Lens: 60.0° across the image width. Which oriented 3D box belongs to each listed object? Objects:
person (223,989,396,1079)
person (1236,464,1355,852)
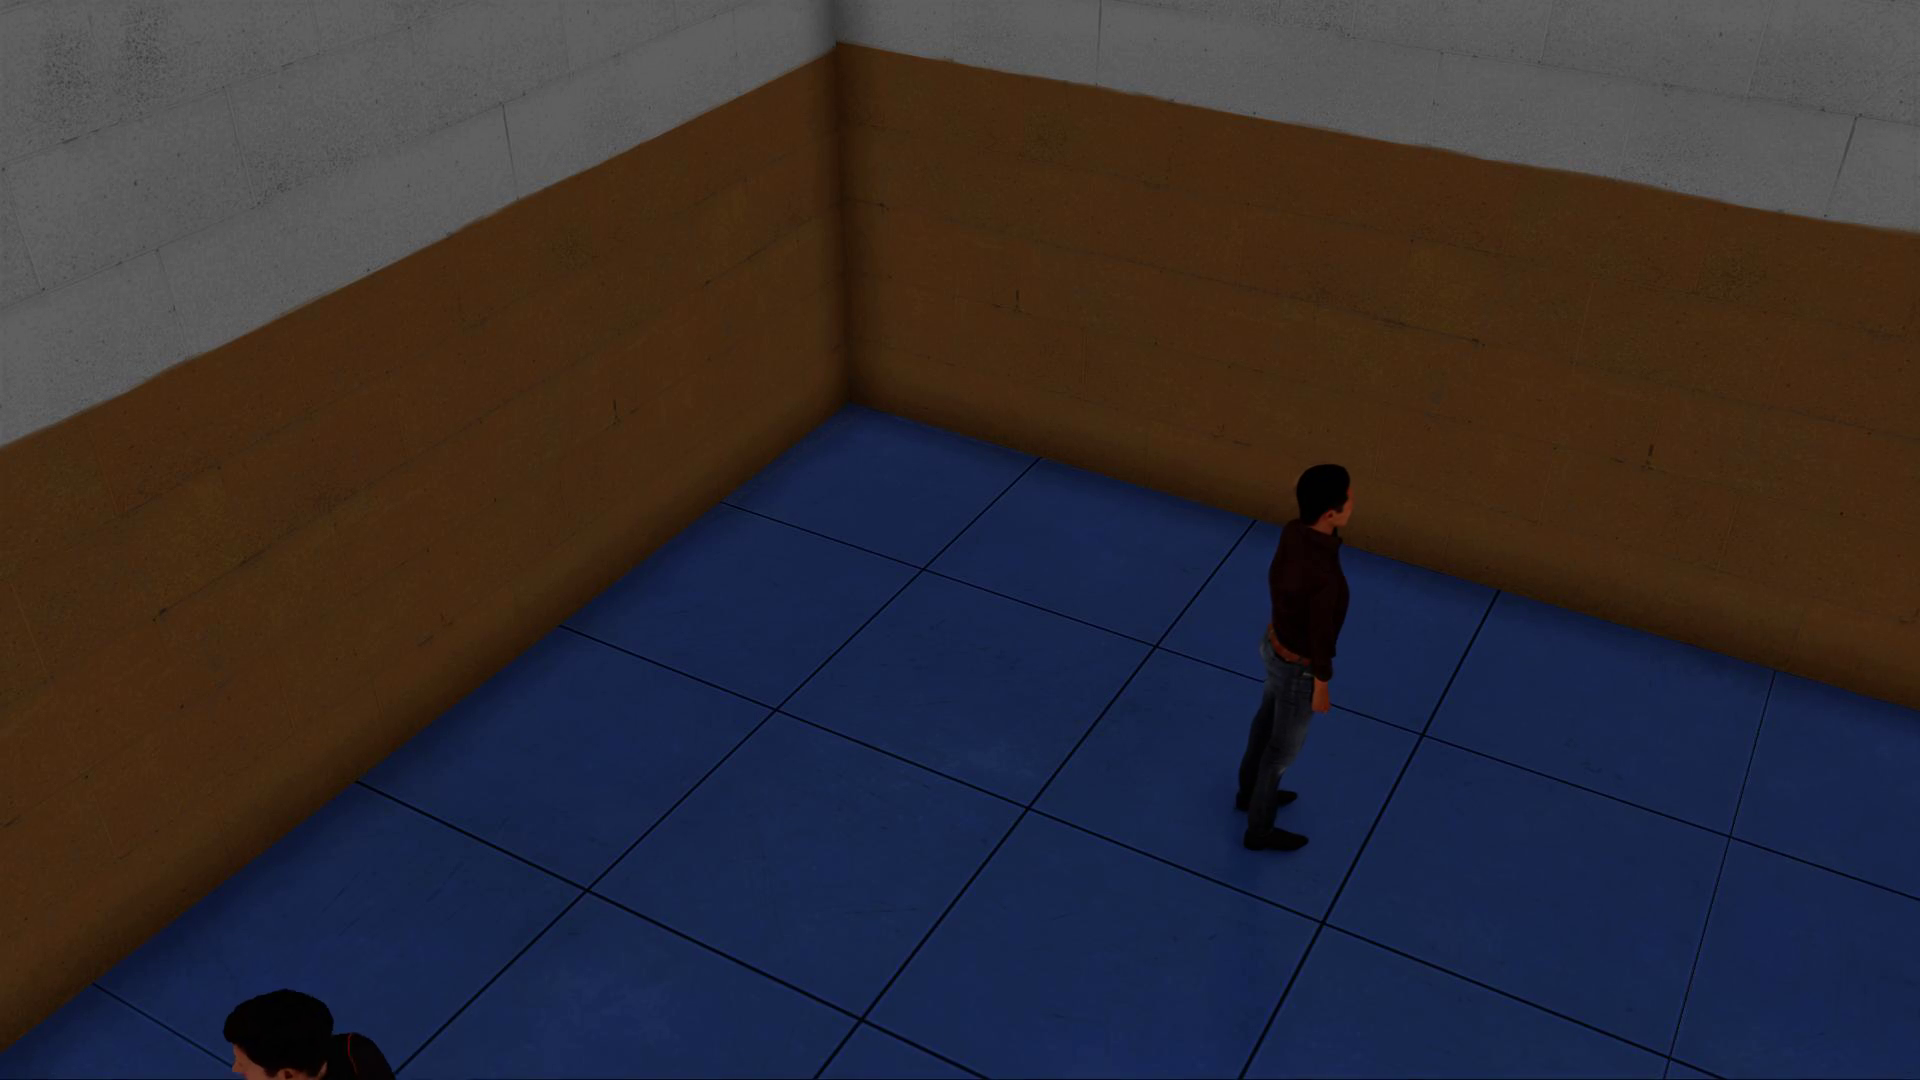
[{"bbox_3d":[-1.447,1.867,4.420,1.187,1.916,1.111,-10,35,-15],"label":"person"},{"bbox_3d":[1.321,0.481,6.630,0.769,1.776,0.653,-1,34,-2],"label":"person"}]
